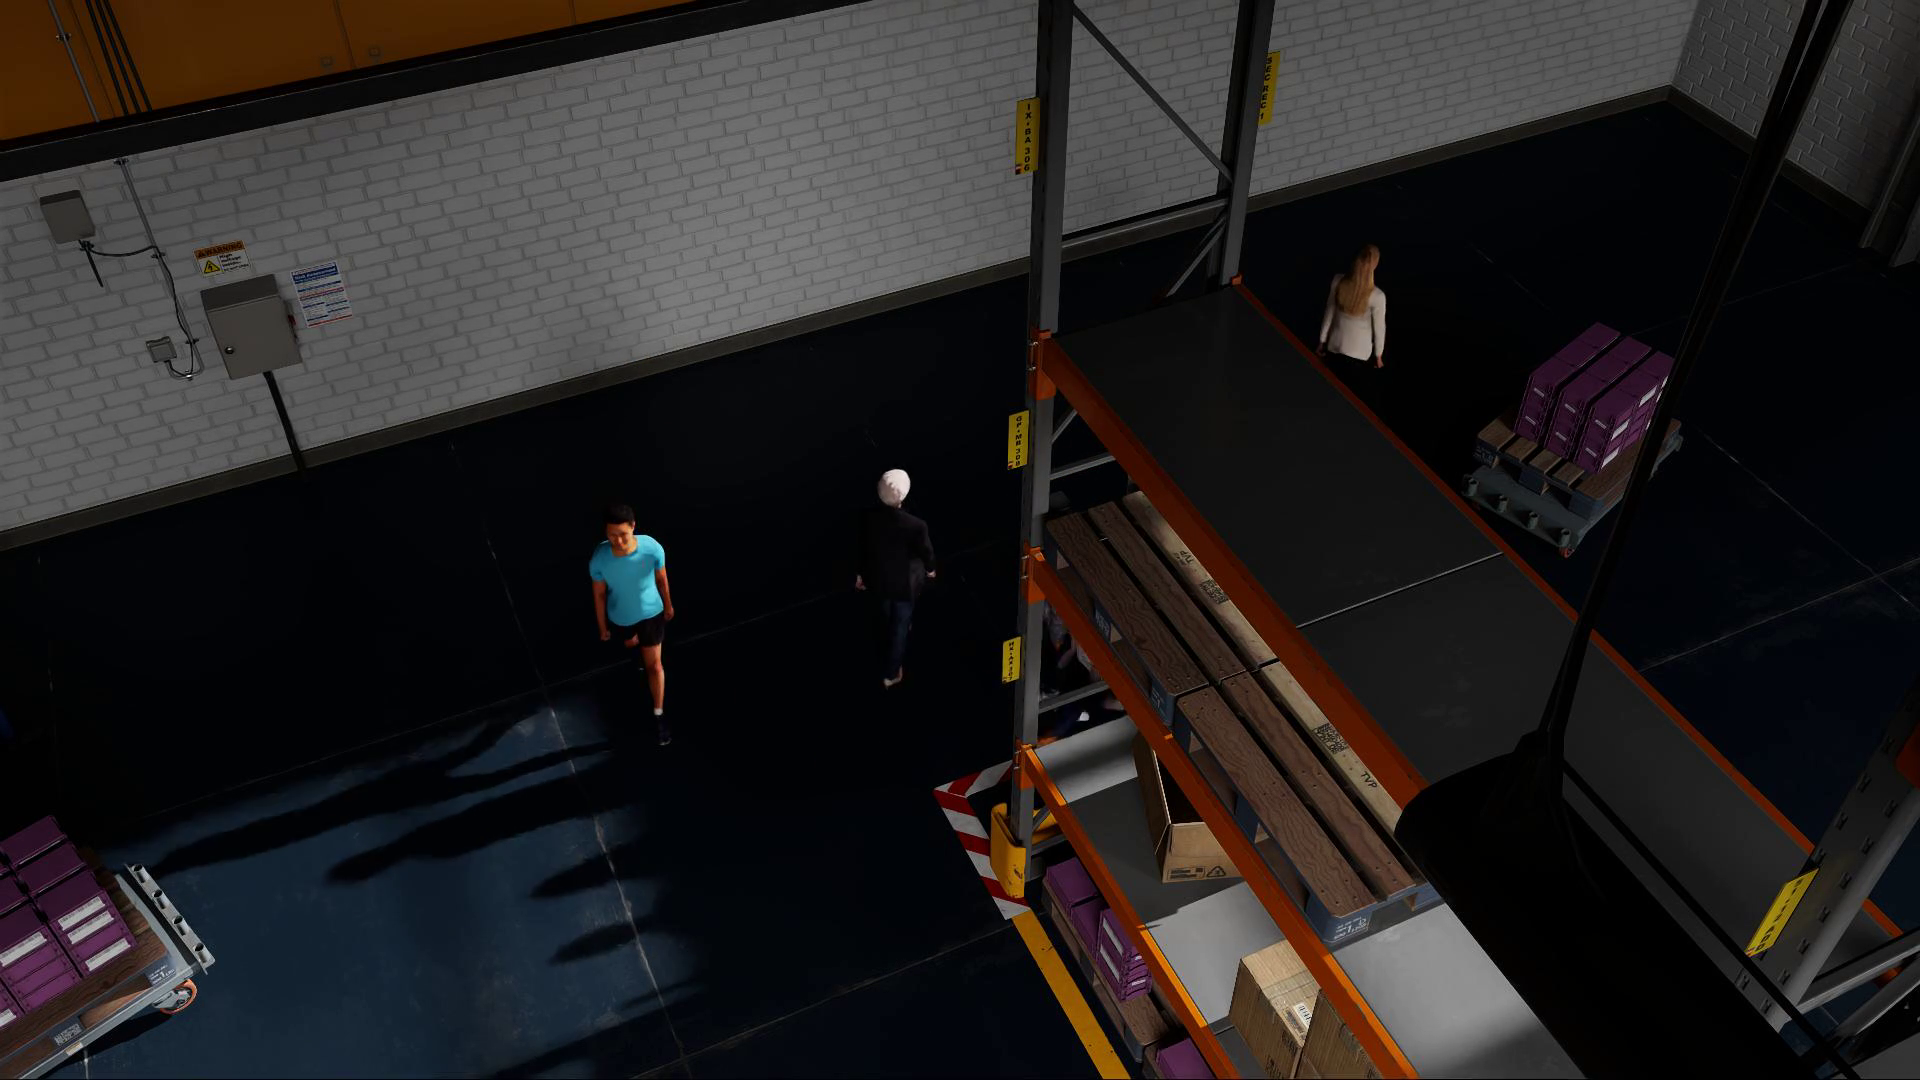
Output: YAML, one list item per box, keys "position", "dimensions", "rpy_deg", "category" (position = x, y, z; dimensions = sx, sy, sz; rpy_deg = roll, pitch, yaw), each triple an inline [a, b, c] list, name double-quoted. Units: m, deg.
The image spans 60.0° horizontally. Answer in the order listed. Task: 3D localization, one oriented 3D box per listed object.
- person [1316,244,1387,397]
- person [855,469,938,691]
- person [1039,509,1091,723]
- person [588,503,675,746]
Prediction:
- position: [2.814, -1.324, 12.277]
  dimensions: [1.208, 1.815, 0.996]
  rpy_deg: [33, 53, 30]
  category: "person"
- position: [-0.405, 0.296, 10.494]
  dimensions: [1.032, 1.769, 0.981]
  rpy_deg: [19, 47, 19]
  category: "person"
- position: [0.566, 0.463, 10.472]
  dimensions: [0.814, 1.719, 0.721]
  rpy_deg: [2, 44, 3]
  category: "person"
- position: [-2.066, 0.397, 10.529]
  dimensions: [0.827, 1.736, 1.222]
  rpy_deg: [-7, 44, -8]
  category: "person"
